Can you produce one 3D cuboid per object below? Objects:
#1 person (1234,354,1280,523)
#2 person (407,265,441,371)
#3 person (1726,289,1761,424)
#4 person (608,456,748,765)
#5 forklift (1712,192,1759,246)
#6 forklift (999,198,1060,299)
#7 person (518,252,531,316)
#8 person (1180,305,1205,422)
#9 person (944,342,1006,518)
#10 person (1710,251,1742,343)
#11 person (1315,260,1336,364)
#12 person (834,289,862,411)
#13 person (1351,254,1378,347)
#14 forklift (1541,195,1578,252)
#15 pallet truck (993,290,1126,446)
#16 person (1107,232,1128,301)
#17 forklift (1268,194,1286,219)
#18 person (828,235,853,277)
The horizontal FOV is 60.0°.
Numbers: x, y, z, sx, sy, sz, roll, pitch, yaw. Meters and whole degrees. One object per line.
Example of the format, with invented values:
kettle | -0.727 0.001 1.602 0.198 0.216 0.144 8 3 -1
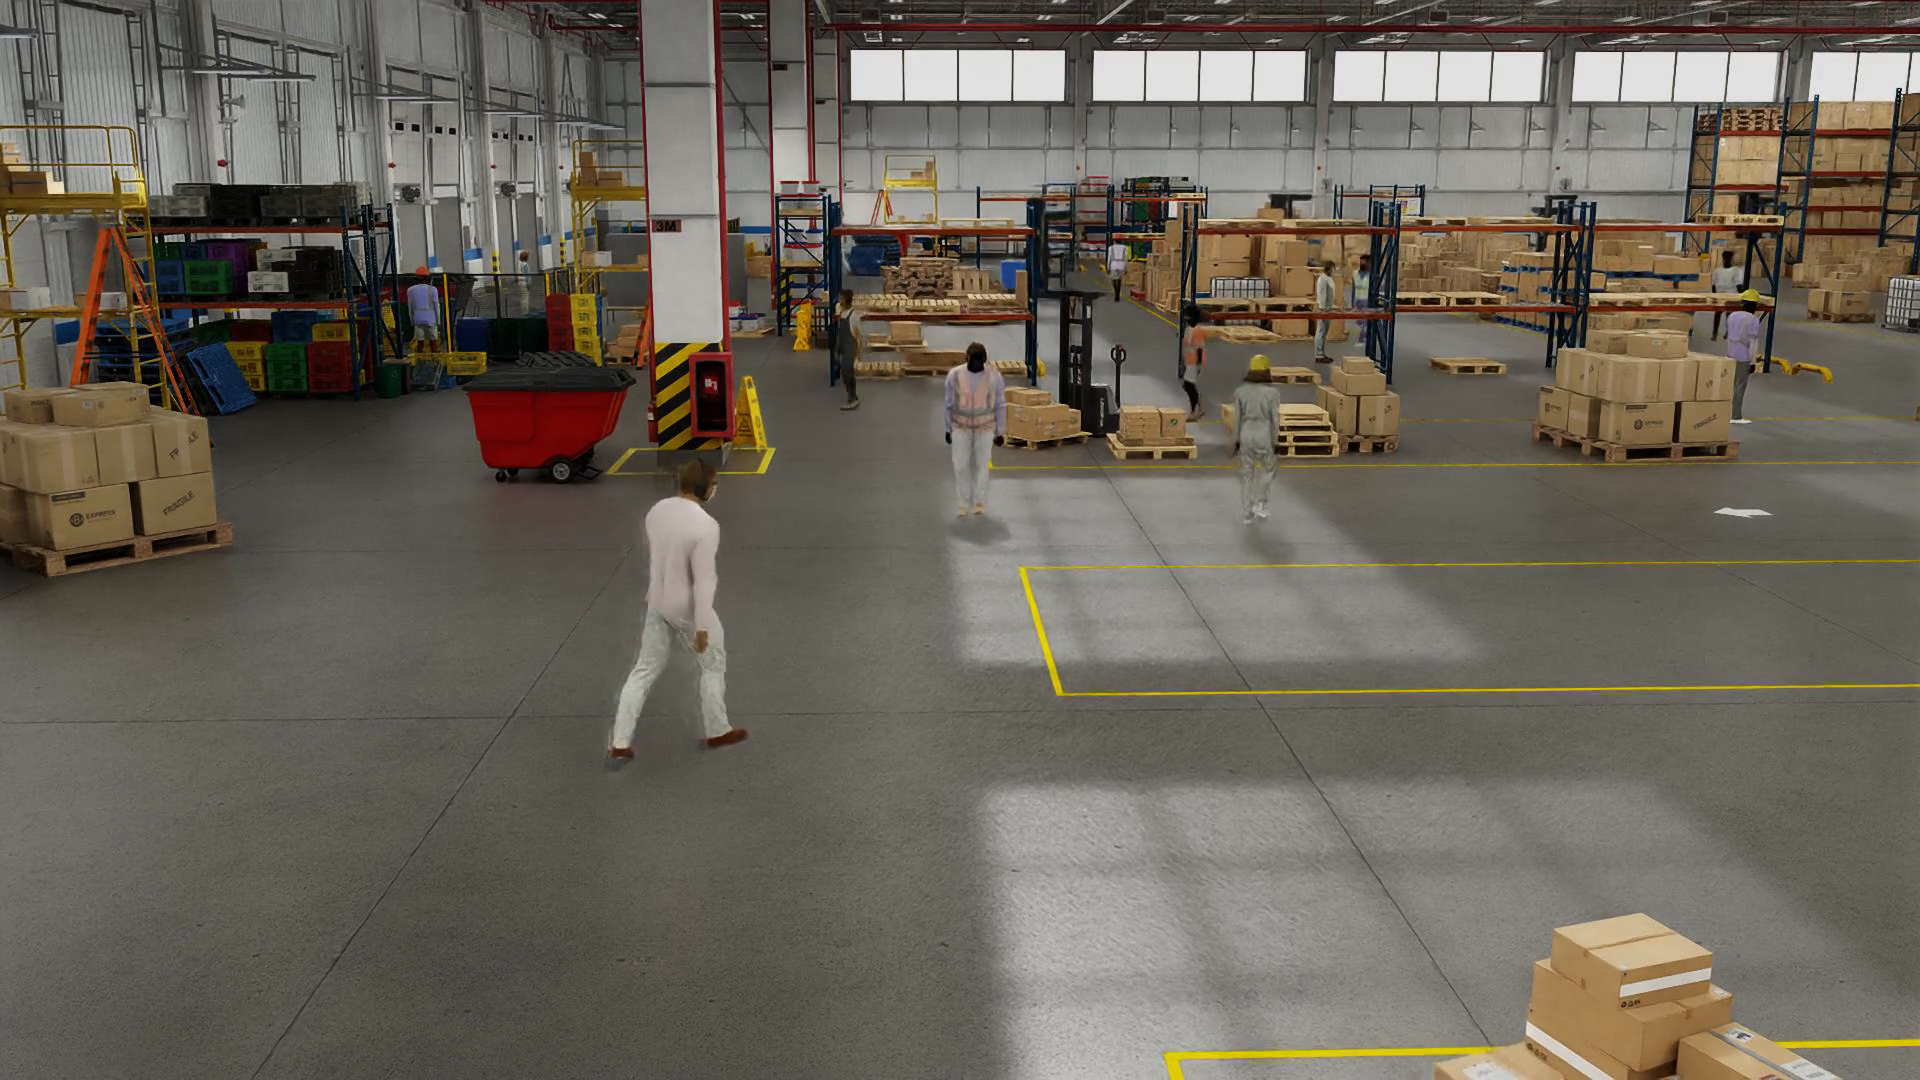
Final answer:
person | 3.044 -1.035 16.991 0.505 1.727 0.454 7 14 29
person | -9.398 -3.850 29.243 0.545 1.942 0.350 -1 13 -4
person | 11.151 -2.613 23.718 0.402 1.918 0.583 -3 13 -15
person | -1.755 0.440 10.078 0.649 1.879 0.954 9 15 36
forklift | 28.505 -11.229 60.418 1.873 2.768 1.129 0 12 -2
forklift | 2.060 -8.197 46.732 1.873 2.768 1.129 0 12 -2
person | -10.659 -6.233 40.710 0.314 1.634 0.515 -7 14 -30
person | 3.307 -2.514 23.778 0.371 1.683 0.558 -3 13 -12
person | 0.154 -1.126 17.212 0.651 1.817 0.722 1 13 4
person | 16.238 -5.164 35.239 0.623 1.925 0.984 8 15 33
person | 6.872 -4.292 31.255 0.372 1.934 0.627 5 13 21
person | -1.711 -2.836 24.913 0.461 1.831 0.556 -8 15 -31
person | 8.353 -4.941 34.277 0.593 1.902 0.621 11 17 41
forklift | 18.945 -9.513 52.671 1.129 2.768 1.873 0 12 -2
pallet truck | 1.257 -2.299 22.111 1.885 1.965 0.823 -9 15 -35
person | 4.368 -7.546 45.989 0.554 1.916 0.696 -1 13 -5
forklift | 10.415 -9.995 54.847 1.873 2.768 1.129 0 12 -2
person | -4.106 -9.914 56.857 0.934 1.848 0.577 7 14 29
